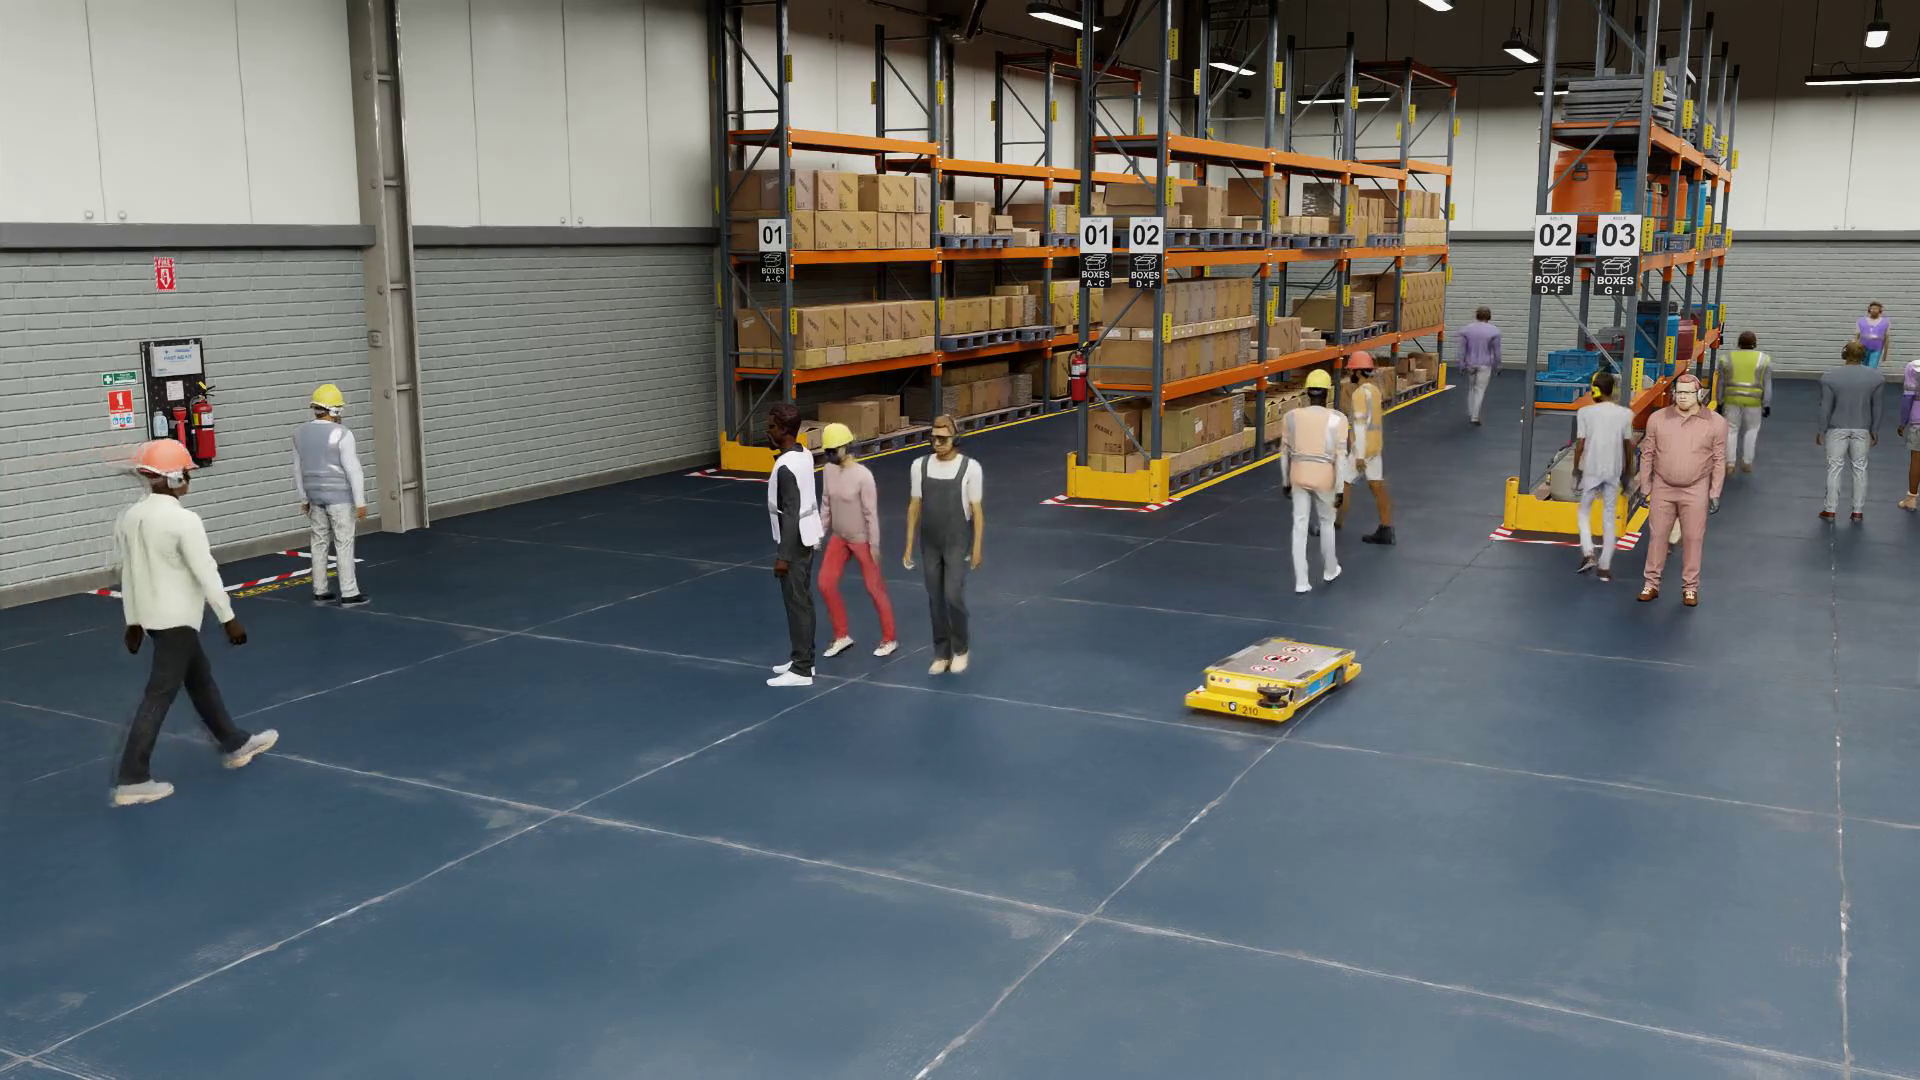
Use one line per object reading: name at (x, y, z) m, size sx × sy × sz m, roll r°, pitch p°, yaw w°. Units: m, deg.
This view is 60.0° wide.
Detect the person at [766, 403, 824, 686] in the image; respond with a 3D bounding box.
person at (-1.124, 0.032, 11.247) m, size 0.391 × 1.920 × 0.587 m, roll 1°, pitch 10°, yaw 4°

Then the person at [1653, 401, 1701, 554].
person at (6.959, -0.697, 16.080) m, size 0.519 × 1.601 × 0.749 m, roll 6°, pitch 12°, yaw 32°

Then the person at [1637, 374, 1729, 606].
person at (5.924, -0.408, 13.680) m, size 0.645 × 1.907 × 0.400 m, roll 6°, pitch 12°, yaw 31°

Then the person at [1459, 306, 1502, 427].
person at (8.323, -2.768, 26.524) m, size 0.630 × 1.907 × 0.854 m, roll 8°, pitch 13°, yaw 39°

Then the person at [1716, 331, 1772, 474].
person at (10.049, -1.766, 21.329) m, size 0.665 × 1.812 × 0.782 m, roll 6°, pitch 12°, yaw 29°

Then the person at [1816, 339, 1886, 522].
person at (9.445, -1.152, 17.680) m, size 0.638 × 1.942 × 0.346 m, roll 3°, pitch 11°, yaw 15°

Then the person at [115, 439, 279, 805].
person at (-4.255, 0.416, 9.110) m, size 0.617 × 1.940 × 1.040 m, roll 8°, pitch 13°, yaw 38°

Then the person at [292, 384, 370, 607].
person at (-5.137, -0.350, 13.617) m, size 0.611 × 1.826 × 0.404 m, roll 4°, pitch 11°, yaw 20°

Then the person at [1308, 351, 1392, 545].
person at (3.895, -0.910, 16.443) m, size 0.930 × 1.891 × 0.568 m, roll 8°, pitch 13°, yaw 36°

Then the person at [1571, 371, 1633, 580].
person at (5.692, -0.569, 14.720) m, size 0.547 × 1.844 × 0.452 m, roll 2°, pitch 11°, yaw 9°

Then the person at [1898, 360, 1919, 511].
person at (10.687, -1.332, 18.342) m, size 0.604 × 2.044 × 0.375 m, roll 2°, pitch 11°, yaw 12°

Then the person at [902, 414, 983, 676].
person at (-0.116, 0.045, 11.439) m, size 0.520 × 1.830 × 0.437 m, roll 4°, pitch 11°, yaw 23°

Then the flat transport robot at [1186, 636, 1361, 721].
flat transport robot at (2.102, 0.897, 11.024) m, size 0.652 × 0.197 × 1.431 m, roll 7°, pitch 12°, yaw 33°

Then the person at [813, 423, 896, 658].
person at (-0.780, 0.005, 11.944) m, size 0.540 × 1.705 × 0.674 m, roll 9°, pitch 14°, yaw 41°

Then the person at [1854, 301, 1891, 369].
person at (16.863, -3.508, 30.780) m, size 0.580 × 1.833 × 0.605 m, roll 8°, pitch 13°, yaw 38°

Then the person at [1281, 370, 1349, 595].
person at (3.061, -0.512, 14.288) m, size 0.598 × 1.885 × 0.917 m, roll 5°, pitch 11°, yaw 25°
